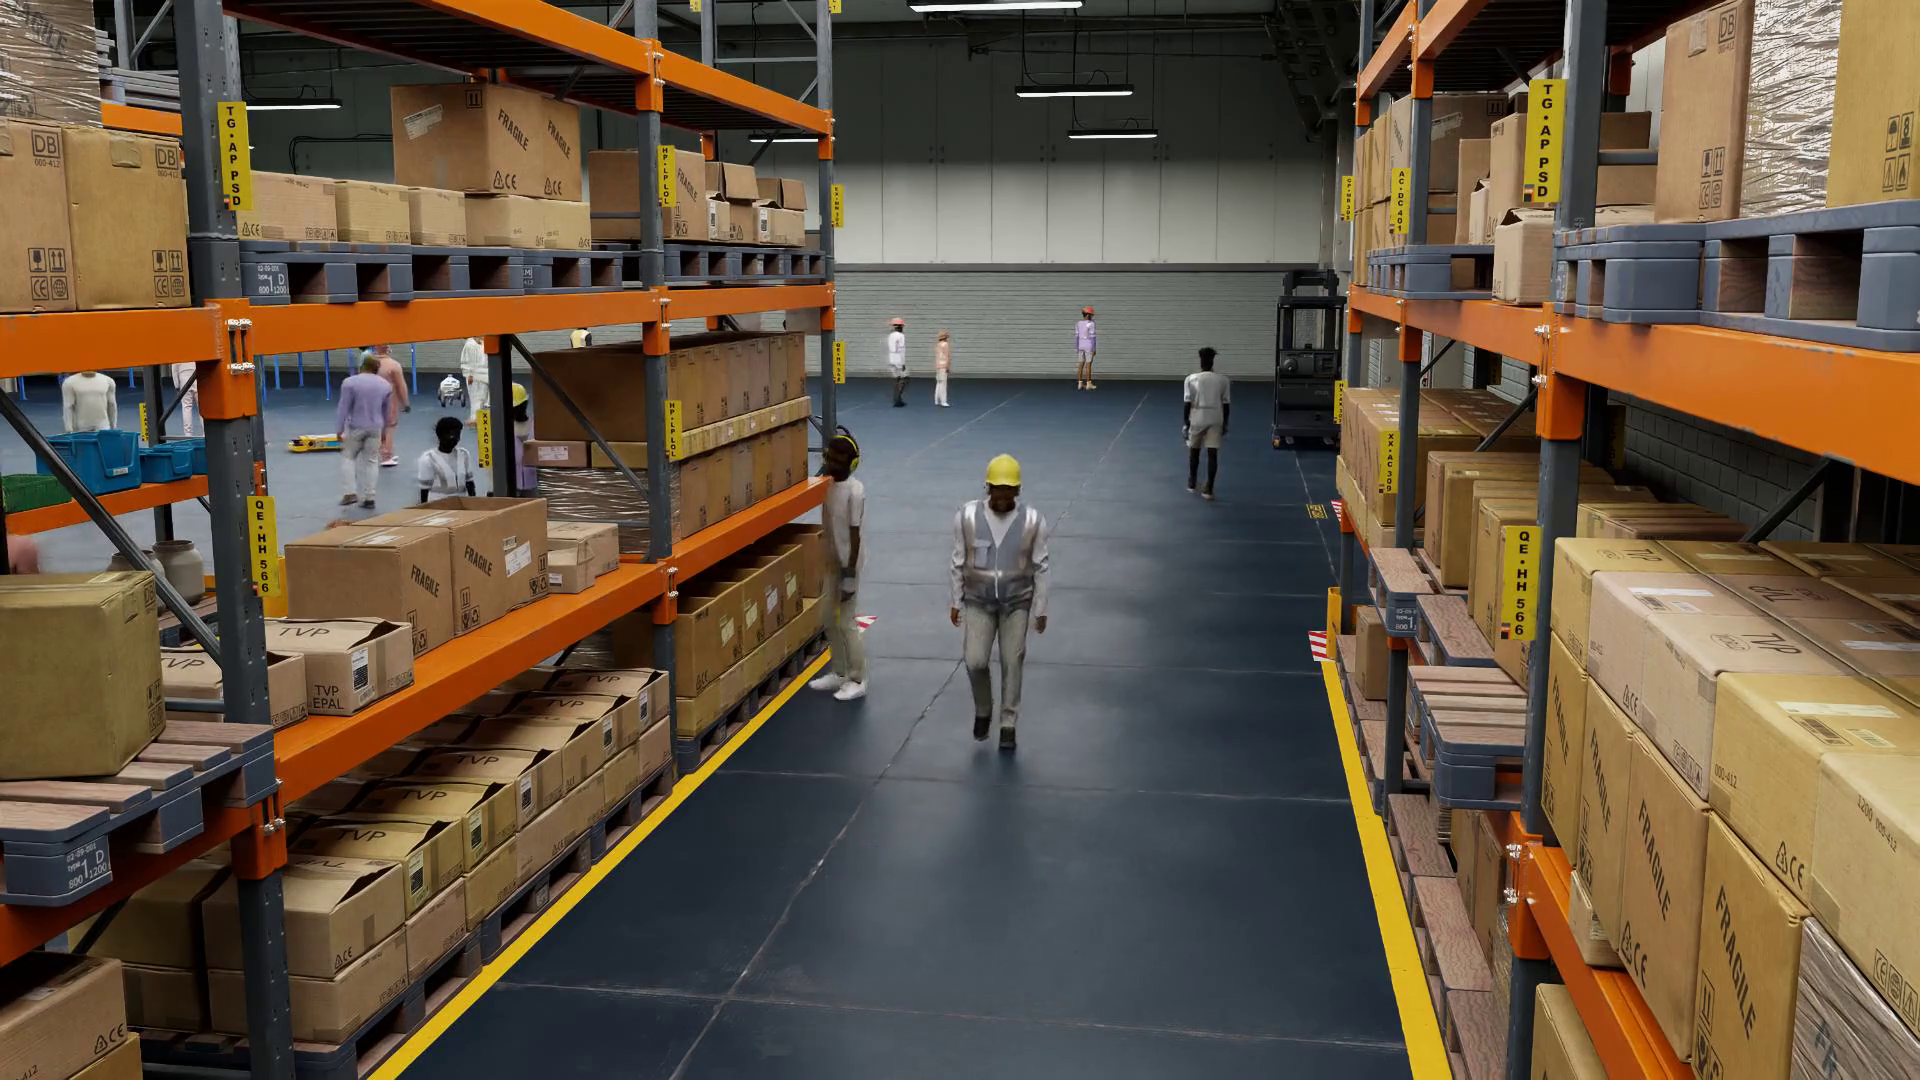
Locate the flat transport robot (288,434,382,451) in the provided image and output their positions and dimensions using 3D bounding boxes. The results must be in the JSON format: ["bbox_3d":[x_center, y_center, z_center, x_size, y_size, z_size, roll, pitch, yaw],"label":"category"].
[{"bbox_3d":[-10.264,-1.622,27.393,1.431,0.197,0.652,-5,10,-28],"label":"flat transport robot"}]

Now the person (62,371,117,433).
[{"bbox_3d":[-11.174,-1.476,21.396,0.646,1.894,0.991,-6,11,-35],"label":"person"}]

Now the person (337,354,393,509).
[{"bbox_3d":[-7.379,-1.345,20.600,0.755,1.896,0.413,-7,11,-35],"label":"person"}]

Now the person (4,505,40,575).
[{"bbox_3d":[-5.578,0.507,9.651,0.543,1.726,0.895,0,9,0],"label":"person"}]

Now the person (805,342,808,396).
[{"bbox_3d":[-3.476,-3.729,35.699,0.547,1.741,0.711,2,9,13],"label":"person"}]

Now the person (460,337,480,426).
[{"bbox_3d":[-9.259,-3.137,31.447,0.396,1.946,0.617,-3,10,-17],"label":"person"}]

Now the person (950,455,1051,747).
[{"bbox_3d":[0.247,0.376,10.178,0.626,1.812,0.435,1,9,5],"label":"person"}]

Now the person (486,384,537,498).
[{"bbox_3d":[-3.974,-0.491,15.305,0.686,1.888,0.677,-5,11,-29],"label":"person"}]

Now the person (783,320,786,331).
[{"bbox_3d":[-4.324,-4.667,41.661,0.535,1.697,0.318,-2,9,-11],"label":"person"}]

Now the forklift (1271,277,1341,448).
[{"bbox_3d":[5.847,-3.016,27.970,1.129,2.768,1.873,1,9,9],"label":"forklift"}]

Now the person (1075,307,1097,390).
[{"bbox_3d":[3.128,-4.734,41.040,0.398,2.033,0.605,-9,13,-43],"label":"person"}]

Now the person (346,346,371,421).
[{"bbox_3d":[-11.477,-3.075,31.936,0.810,1.664,0.551,-3,10,-18],"label":"person"}]

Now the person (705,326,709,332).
[{"bbox_3d":[-4.759,-3.405,32.950,0.684,2.000,0.692,-3,10,-20],"label":"person"}]

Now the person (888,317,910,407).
[{"bbox_3d":[-1.320,-3.838,35.852,0.387,1.917,0.557,-6,11,-35],"label":"person"}]

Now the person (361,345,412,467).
[{"bbox_3d":[-8.570,-2.068,25.067,0.658,1.883,0.810,3,10,17],"label":"person"}]

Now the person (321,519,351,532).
[{"bbox_3d":[-3.307,0.665,9.062,0.509,1.604,0.775,2,9,10],"label":"person"}]

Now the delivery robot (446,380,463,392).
[{"bbox_3d":[-10.980,-3.349,36.086,0.335,0.223,0.698,-2,9,-9],"label":"delivery robot"}]

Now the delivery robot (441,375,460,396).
[{"bbox_3d":[-11.671,-3.541,38.069,0.477,0.478,0.707,-2,9,-9],"label":"delivery robot"}]

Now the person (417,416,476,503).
[{"bbox_3d":[-4.566,-0.270,14.650,0.732,1.662,0.527,5,11,29],"label":"person"}]

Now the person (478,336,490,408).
[{"bbox_3d":[-10.259,-3.685,35.909,0.508,1.590,0.811,-2,9,-11],"label":"person"}]

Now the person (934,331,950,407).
[{"bbox_3d":[-0.365,-3.693,35.929,0.319,1.609,0.639,-5,10,-28],"label":"person"}]

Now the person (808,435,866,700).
[{"bbox_3d":[-0.787,0.189,11.300,0.390,1.834,0.570,-5,11,-31],"label":"person"}]

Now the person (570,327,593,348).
[{"bbox_3d":[-8.529,-4.085,37.672,0.627,1.832,0.428,7,11,37],"label":"person"}]

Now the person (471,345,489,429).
[{"bbox_3d":[-8.671,-3.000,30.776,0.630,1.895,0.994,8,12,39],"label":"person"}]

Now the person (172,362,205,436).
[{"bbox_3d":[-13.319,-2.701,28.904,0.640,1.904,0.401,-1,9,-8],"label":"person"}]

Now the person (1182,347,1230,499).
[{"bbox_3d":[3.174,-1.537,21.629,0.635,1.924,0.941,0,9,-2],"label":"person"}]

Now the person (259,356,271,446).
[{"bbox_3d":[-11.880,-2.480,27.470,0.637,1.942,0.923,3,10,17],"label":"person"}]
